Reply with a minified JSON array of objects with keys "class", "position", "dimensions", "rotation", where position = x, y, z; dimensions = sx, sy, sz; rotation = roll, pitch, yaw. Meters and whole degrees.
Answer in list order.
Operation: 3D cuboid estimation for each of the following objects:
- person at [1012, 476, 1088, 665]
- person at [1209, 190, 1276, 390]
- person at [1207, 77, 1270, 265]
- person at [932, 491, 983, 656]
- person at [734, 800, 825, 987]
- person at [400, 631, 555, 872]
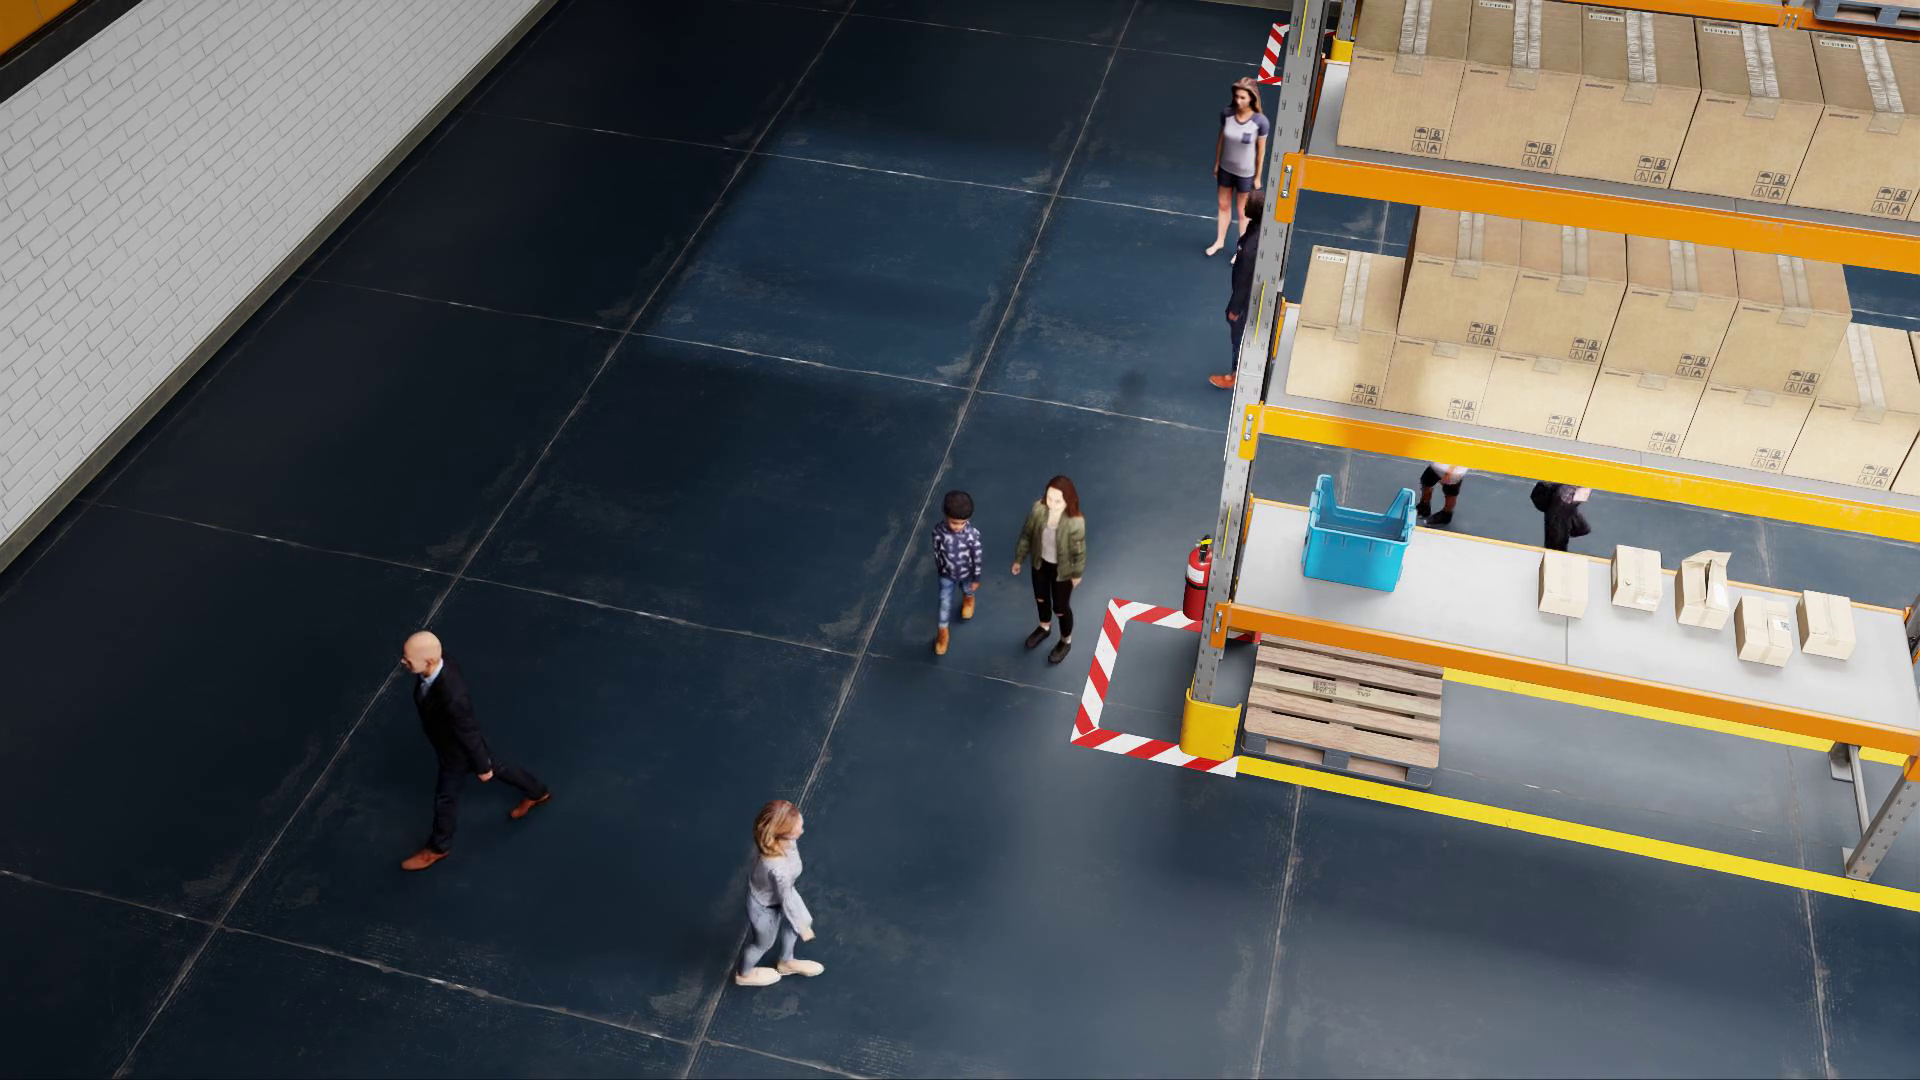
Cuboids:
[{"class":"person","position":[0.623,0.134,10.884],"dimensions":[0.634,1.472,0.751],"rotation":[27,50,26]},{"class":"person","position":[2.302,-1.872,12.744],"dimensions":[0.796,1.811,0.755],"rotation":[16,46,16]},{"class":"person","position":[2.385,-3.153,14.153],"dimensions":[0.610,1.723,0.743],"rotation":[28,50,26]},{"class":"person","position":[0.000,0.127,11.066],"dimensions":[0.783,1.232,0.622],"rotation":[6,44,6]},{"class":"person","position":[-1.066,1.907,8.823],"dimensions":[0.847,1.748,0.764],"rotation":[-11,45,-12]},{"class":"person","position":[-2.817,1.140,9.617],"dimensions":[1.287,1.763,1.214],"rotation":[-21,47,-21]}]
